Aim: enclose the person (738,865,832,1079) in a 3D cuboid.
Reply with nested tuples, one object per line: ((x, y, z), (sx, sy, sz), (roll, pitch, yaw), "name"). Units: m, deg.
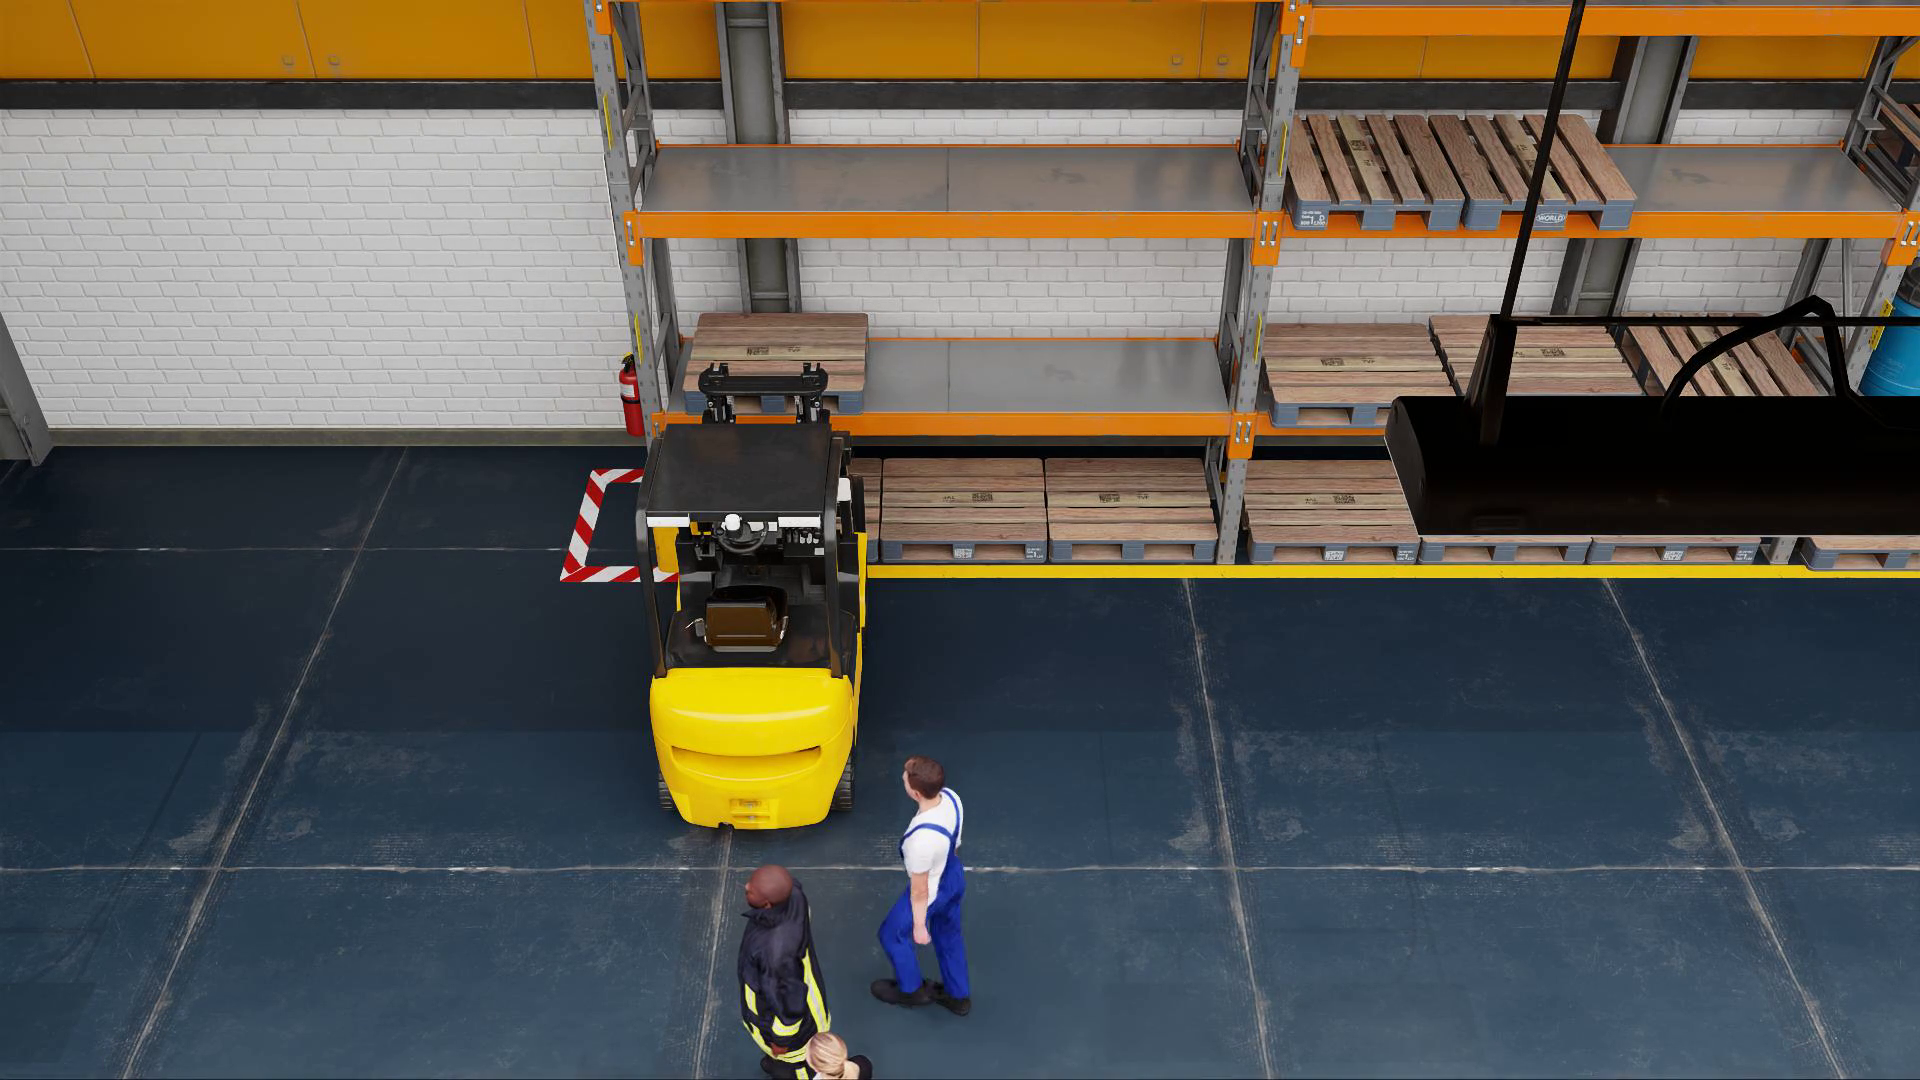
((-0.836, 2.179, 8.049), (0.633, 1.821, 0.724), (0, 39, 0), "person")

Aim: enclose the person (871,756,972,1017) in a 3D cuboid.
((-0.058, 1.831, 8.478), (0.898, 1.830, 0.813), (17, 42, 20), "person")

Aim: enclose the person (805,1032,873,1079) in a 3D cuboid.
((-0.536, 2.762, 7.413), (0.704, 1.704, 0.679), (24, 44, 27), "person")
